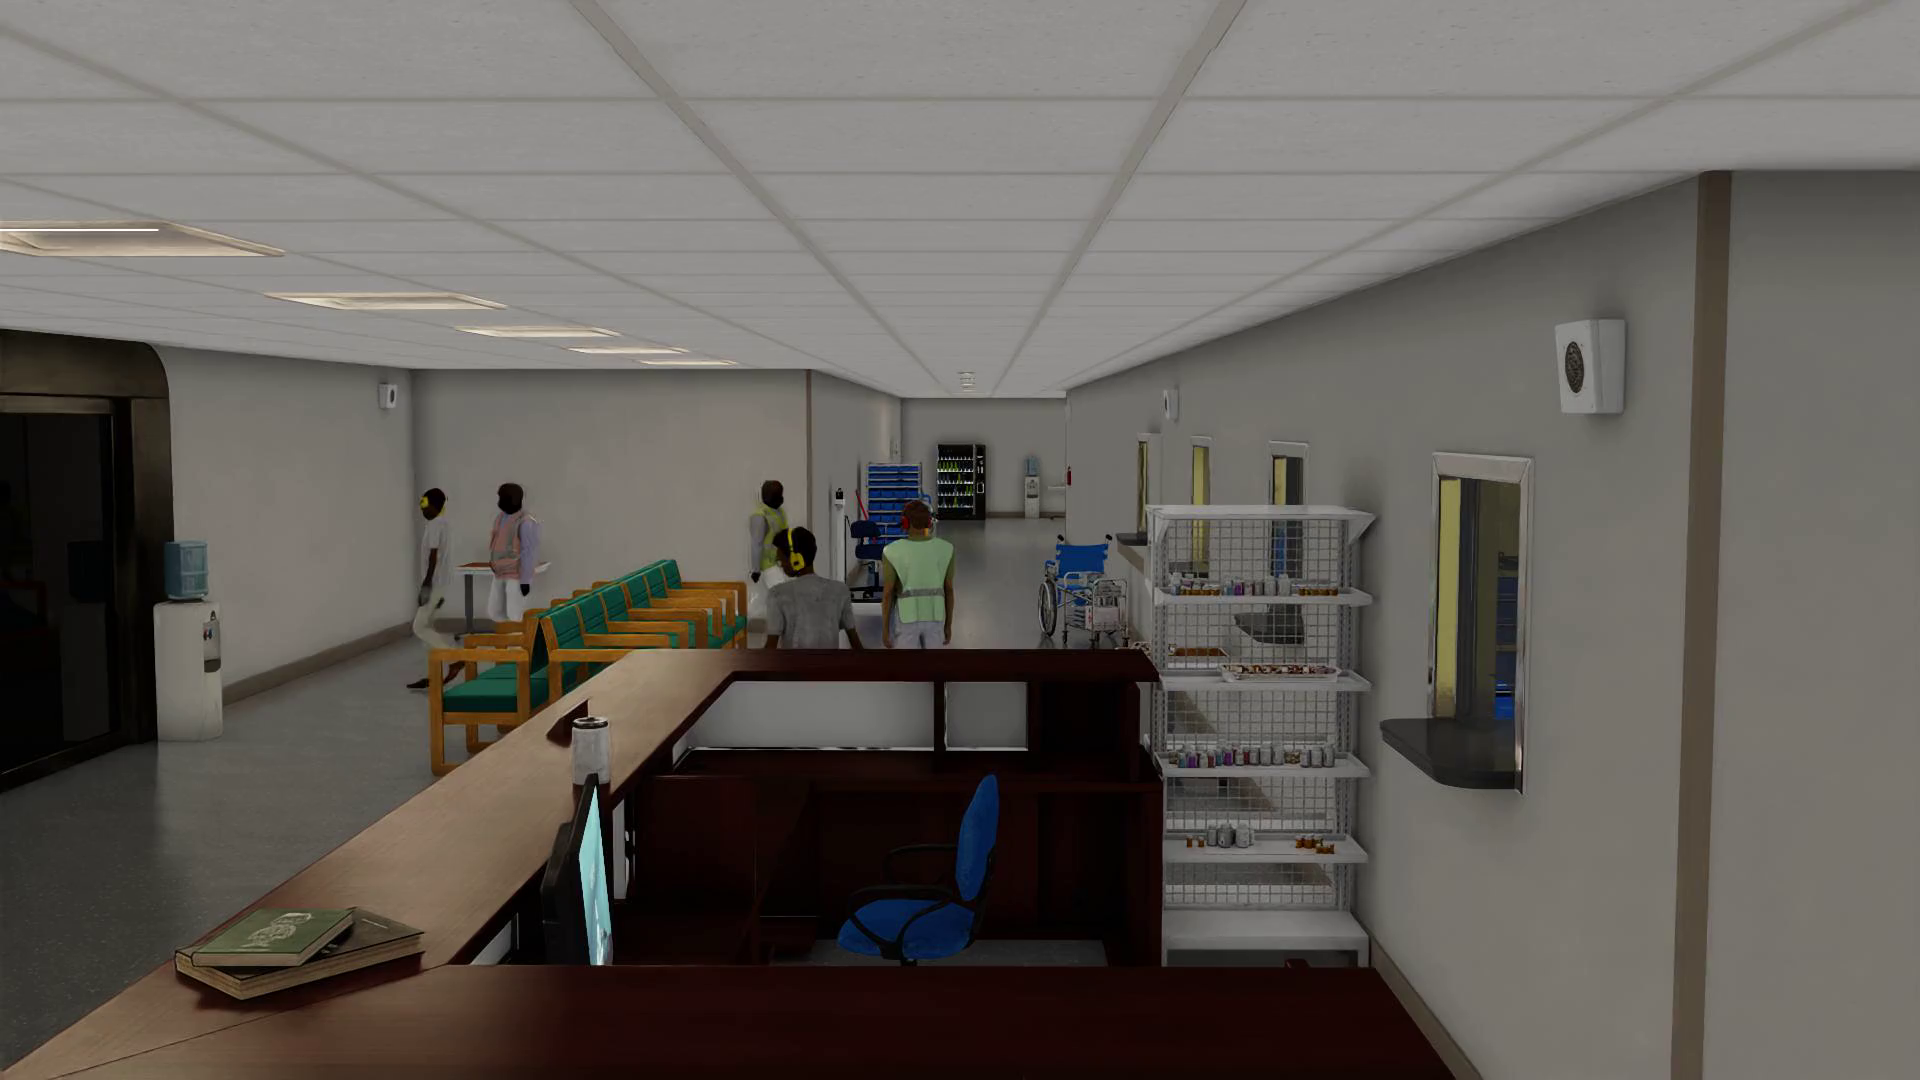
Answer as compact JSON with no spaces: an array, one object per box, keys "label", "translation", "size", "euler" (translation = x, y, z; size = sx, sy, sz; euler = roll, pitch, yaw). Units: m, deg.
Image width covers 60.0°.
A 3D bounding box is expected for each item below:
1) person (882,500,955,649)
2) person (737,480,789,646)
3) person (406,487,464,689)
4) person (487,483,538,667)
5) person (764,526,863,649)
[{"label":"person","translation":[-0.304,0.625,12.342],"size":[0.562,1.837,0.386],"euler":[-2,4,-20]},{"label":"person","translation":[-2.094,0.250,17.834],"size":[0.872,1.810,0.628],"euler":[1,4,12]},{"label":"person","translation":[-4.773,0.437,15.055],"size":[0.445,1.818,0.577],"euler":[-1,4,-19]},{"label":"person","translation":[-4.353,0.351,16.215],"size":[0.437,1.829,0.654],"euler":[-4,6,-42]},{"label":"person","translation":[-0.768,0.849,9.145],"size":[0.734,1.853,0.410],"euler":[-2,4,-25]}]
